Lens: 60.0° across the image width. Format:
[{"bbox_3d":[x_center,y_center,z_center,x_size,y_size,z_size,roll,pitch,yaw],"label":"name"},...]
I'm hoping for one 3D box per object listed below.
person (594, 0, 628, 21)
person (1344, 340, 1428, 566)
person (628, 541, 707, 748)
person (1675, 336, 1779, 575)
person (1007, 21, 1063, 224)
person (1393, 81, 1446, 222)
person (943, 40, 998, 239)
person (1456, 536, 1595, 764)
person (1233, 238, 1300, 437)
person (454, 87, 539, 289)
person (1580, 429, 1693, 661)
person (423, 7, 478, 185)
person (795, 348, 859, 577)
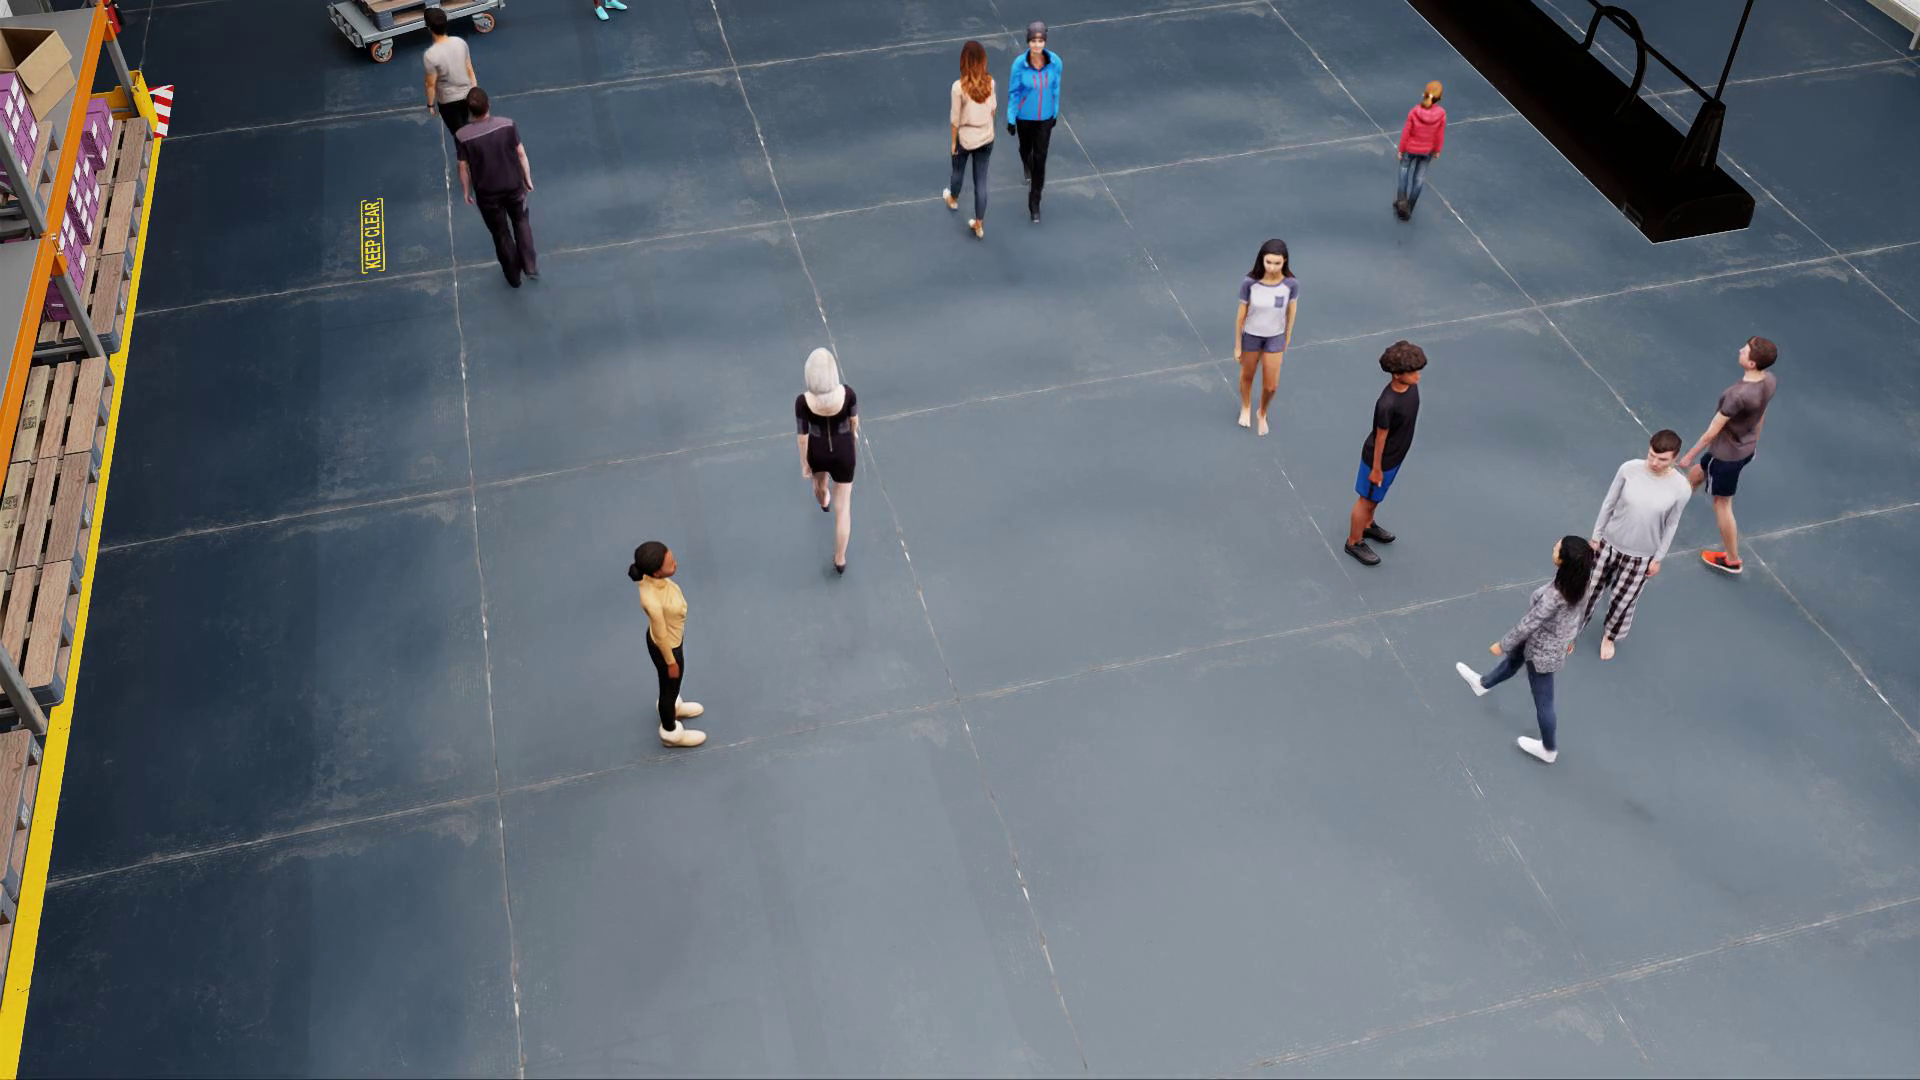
[{"bbox_3d":[-3.836,-6.426,17.664,0.709,1.724,0.655,24,48,23],"label":"person"},{"bbox_3d":[2.940,-0.624,11.519,0.767,1.799,0.716,25,49,24],"label":"person"},{"bbox_3d":[-1.830,0.633,10.302,0.660,1.659,0.495,-6,44,-6],"label":"person"},{"bbox_3d":[5.345,-0.537,11.428,1.015,1.799,1.284,-31,52,-28],"label":"person"},{"bbox_3d":[0.658,-3.817,14.898,0.813,1.761,1.217,0,44,-1],"label":"person"},{"bbox_3d":[4.092,-3.443,14.834,0.622,1.308,0.650,7,44,8],"label":"person"},{"bbox_3d":[0.160,-3.446,14.507,0.626,1.763,0.945,-14,45,-14],"label":"person"},{"bbox_3d":[3.653,0.717,10.190,0.962,1.690,1.181,-34,53,-30],"label":"person"},{"bbox_3d":[2.282,-1.589,12.590,0.699,1.718,0.740,6,44,7],"label":"person"},{"bbox_3d":[-3.818,-2.885,13.861,0.779,1.842,0.706,-17,46,-17],"label":"person"},{"bbox_3d":[4.349,0.016,10.813,0.687,1.847,0.757,24,48,23],"label":"person"},{"bbox_3d":[-4.546,-3.992,15.120,0.958,1.708,0.862,31,52,28],"label":"person"},{"bbox_3d":[-0.866,-0.498,11.395,0.677,1.788,1.134,-5,44,-6],"label":"person"}]
